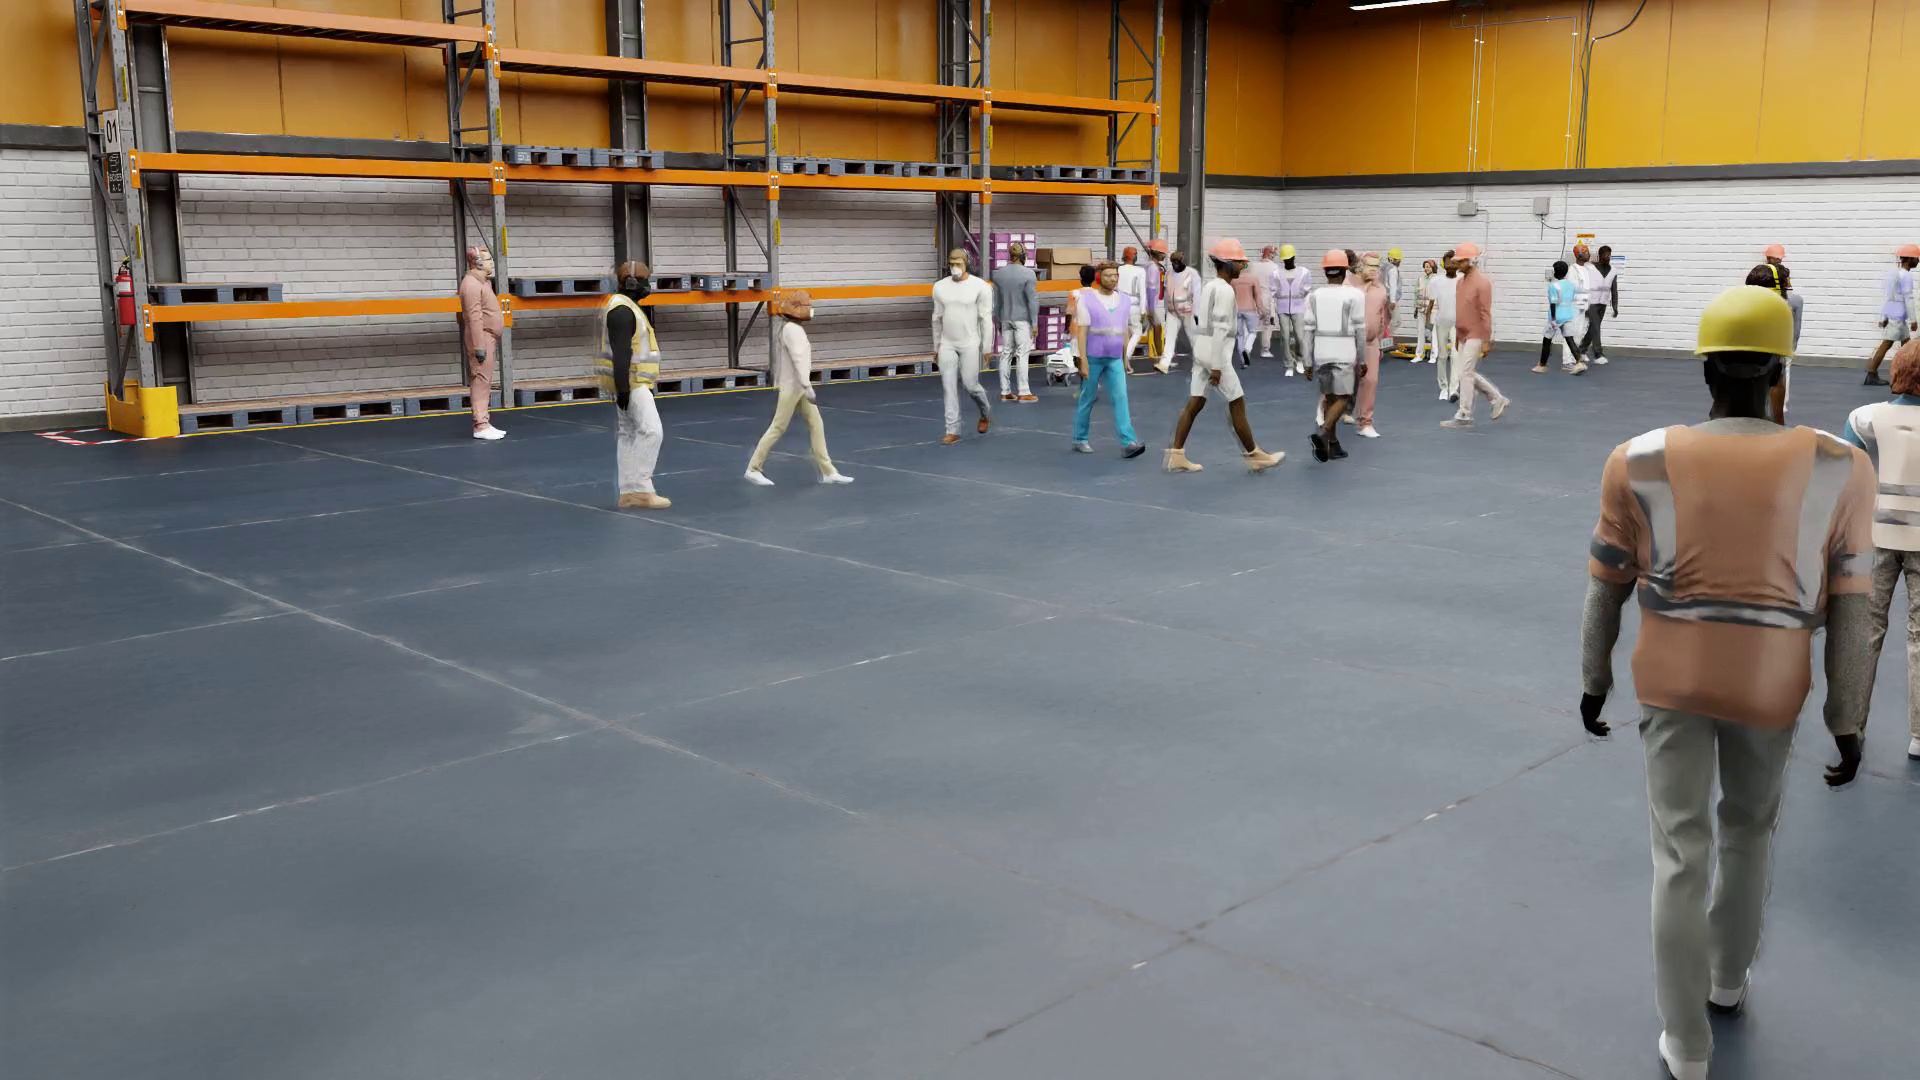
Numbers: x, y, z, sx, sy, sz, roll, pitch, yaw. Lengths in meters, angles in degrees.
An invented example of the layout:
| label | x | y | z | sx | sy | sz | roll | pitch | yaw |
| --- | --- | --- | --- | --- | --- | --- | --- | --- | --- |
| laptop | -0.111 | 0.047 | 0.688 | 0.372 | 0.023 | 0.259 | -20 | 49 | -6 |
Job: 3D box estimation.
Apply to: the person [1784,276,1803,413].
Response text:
| label | x | y | z | sx | sy | sz | roll | pitch | yaw |
| --- | --- | --- | --- | --- | --- | --- | --- | --- | --- |
| person | 9.370 | -2.272 | 19.089 | 0.495 | 1.624 | 0.308 | 4 | 11 | 22 |

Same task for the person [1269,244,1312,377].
| label | x | y | z | sx | sy | sz | roll | pitch | yaw |
| --- | --- | --- | --- | --- | --- | --- | --- | --- | --- |
| person | 4.741 | -3.287 | 23.893 | 0.615 | 1.889 | 0.452 | 2 | 11 | 12 |

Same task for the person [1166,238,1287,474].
| label | x | y | z | sx | sy | sz | roll | pitch | yaw |
| --- | --- | --- | --- | --- | --- | --- | --- | --- | --- |
| person | 2.247 | -1.542 | 14.099 | 1.047 | 1.982 | 0.630 | -2 | 11 | -9 |

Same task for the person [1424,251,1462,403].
| label | x | y | z | sx | sy | sz | roll | pitch | yaw |
| --- | --- | --- | --- | --- | --- | --- | --- | --- | --- |
| person | 5.912 | -2.573 | 20.148 | 0.559 | 1.818 | 0.953 | 3 | 11 | 14 |

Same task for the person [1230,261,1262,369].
| label | x | y | z | sx | sy | sz | roll | pitch | yaw |
| --- | --- | --- | --- | --- | --- | --- | --- | --- | --- |
| person | 4.272 | -3.437 | 25.103 | 0.586 | 1.728 | 0.534 | 3 | 11 | 18 |

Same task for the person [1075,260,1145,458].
| label | x | y | z | sx | sy | sz | roll | pitch | yaw |
| --- | --- | --- | --- | --- | --- | --- | --- | --- | --- |
| person | 1.336 | -1.646 | 15.197 | 0.595 | 1.789 | 0.985 | -5 | 11 | -24 |

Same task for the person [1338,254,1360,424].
| label | x | y | z | sx | sy | sz | roll | pitch | yaw |
| --- | --- | --- | --- | --- | --- | --- | --- | --- | --- |
| person | 4.207 | -2.141 | 17.799 | 0.542 | 1.824 | 0.394 | -1 | 10 | -8 |

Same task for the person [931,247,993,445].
| label | x | y | z | sx | sy | sz | roll | pitch | yaw |
| --- | --- | --- | --- | --- | --- | --- | --- | --- | --- |
| person | 0.044 | -1.895 | 16.244 | 0.628 | 1.914 | 0.732 | 5 | 11 | 24 |

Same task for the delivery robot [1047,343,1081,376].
| label | x | y | z | sx | sy | sz | roll | pitch | yaw |
| --- | --- | --- | --- | --- | --- | --- | --- | --- | --- |
| delivery robot | 1.459 | -2.428 | 22.582 | 0.477 | 0.478 | 0.707 | 5 | 12 | 27 |

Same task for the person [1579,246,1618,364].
| label | x | y | z | sx | sy | sz | roll | pitch | yaw |
| --- | --- | --- | --- | --- | --- | --- | --- | --- | --- |
| person | 10.128 | -3.741 | 26.475 | 0.592 | 1.864 | 1.000 | -3 | 11 | -14 |

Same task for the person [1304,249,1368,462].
| label | x | y | z | sx | sy | sz | roll | pitch | yaw |
| --- | --- | --- | --- | --- | --- | --- | --- | --- | --- |
| person | 3.290 | -1.624 | 14.802 | 0.561 | 1.907 | 0.862 | 8 | 13 | 36 |

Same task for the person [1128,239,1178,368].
| label | x | y | z | sx | sy | sz | roll | pitch | yaw |
| --- | --- | --- | --- | --- | --- | --- | --- | --- | --- |
| person | 2.800 | -3.593 | 25.342 | 1.002 | 1.989 | 0.654 | 1 | 10 | 5 |

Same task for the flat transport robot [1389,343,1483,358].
| label | x | y | z | sx | sy | sz | roll | pitch | yaw |
| --- | --- | --- | --- | --- | --- | --- | --- | --- | --- |
| flat transport robot | 7.907 | -3.139 | 27.492 | 1.431 | 0.197 | 0.652 | -2 | 11 | -13 |

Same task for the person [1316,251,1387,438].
| label | x | y | z | sx | sy | sz | roll | pitch | yaw |
| --- | --- | --- | --- | --- | --- | --- | --- | --- | --- |
| person | 3.996 | -1.992 | 16.890 | 0.666 | 1.869 | 0.834 | -3 | 11 | -16 |

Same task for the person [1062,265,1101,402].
| label | x | y | z | sx | sy | sz | roll | pitch | yaw |
| --- | --- | --- | --- | --- | --- | --- | --- | --- | --- |
| person | 1.552 | -2.499 | 20.185 | 0.535 | 1.670 | 0.751 | -6 | 12 | -28 |

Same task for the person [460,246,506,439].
| label | x | y | z | sx | sy | sz | roll | pitch | yaw |
| --- | --- | --- | --- | --- | --- | --- | --- | --- | --- |
| person | -4.748 | -1.952 | 16.602 | 0.406 | 1.920 | 0.657 | -2 | 11 | -11 |

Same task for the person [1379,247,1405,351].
| label | x | y | z | sx | sy | sz | roll | pitch | yaw |
| --- | --- | --- | --- | --- | --- | --- | --- | --- | --- |
| person | 7.449 | -4.159 | 28.835 | 0.405 | 1.809 | 0.669 | -1 | 10 | -4 |

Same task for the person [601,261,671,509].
| label | x | y | z | sx | sy | sz | roll | pitch | yaw |
| --- | --- | --- | --- | --- | --- | --- | --- | --- | --- |
| person | -2.354 | -1.141 | 12.328 | 0.573 | 1.829 | 0.662 | -1 | 10 | -7 |

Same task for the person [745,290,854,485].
| label | x | y | z | sx | sy | sz | roll | pitch | yaw |
| --- | --- | --- | --- | --- | --- | --- | --- | --- | --- |
| person | -1.350 | -1.224 | 13.458 | 0.867 | 1.588 | 0.504 | 1 | 10 | 5 |

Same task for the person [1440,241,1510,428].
| label | x | y | z | sx | sy | sz | roll | pitch | yaw |
| --- | --- | --- | --- | --- | --- | --- | --- | --- | --- |
| person | 5.480 | -2.161 | 17.551 | 0.731 | 1.964 | 0.665 | -1 | 10 | -8 |

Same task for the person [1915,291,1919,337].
| label | x | y | z | sx | sy | sz | roll | pitch | yaw |
| --- | --- | --- | --- | --- | --- | --- | --- | --- | --- |
| person | 13.870 | -3.183 | 23.537 | 0.591 | 1.803 | 0.755 | -9 | 14 | -41 |

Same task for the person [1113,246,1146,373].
| label | x | y | z | sx | sy | sz | roll | pitch | yaw |
| --- | --- | --- | --- | --- | --- | --- | --- | --- | --- |
| person | 2.436 | -3.346 | 24.259 | 0.601 | 1.865 | 0.465 | 6 | 12 | 31 |

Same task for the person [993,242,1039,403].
| label | x | y | z | sx | sy | sz | roll | pitch | yaw |
| --- | --- | --- | --- | --- | --- | --- | --- | --- | --- |
| person | 0.691 | -2.631 | 20.170 | 0.636 | 1.939 | 0.363 | 8 | 13 | 38 |

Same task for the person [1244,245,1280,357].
| label | x | y | z | sx | sy | sz | roll | pitch | yaw |
| --- | --- | --- | --- | --- | --- | --- | --- | --- | --- |
| person | 4.970 | -3.924 | 27.435 | 0.657 | 1.872 | 0.764 | 9 | 14 | 41 |

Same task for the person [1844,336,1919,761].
| label | x | y | z | sx | sy | sz | roll | pitch | yaw |
| --- | --- | --- | --- | --- | --- | --- | --- | --- | --- |
| person | 3.672 | 0.033 | 6.456 | 0.513 | 1.642 | 0.311 | 9 | 14 | 42 |

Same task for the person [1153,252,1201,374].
| label | x | y | z | sx | sy | sz | roll | pitch | yaw |
| --- | --- | --- | --- | --- | --- | --- | --- | --- | --- |
| person | 3.242 | -3.332 | 24.436 | 0.698 | 1.779 | 0.988 | 8 | 13 | 38 |

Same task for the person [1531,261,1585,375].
| label | x | y | z | sx | sy | sz | roll | pitch | yaw |
| --- | --- | --- | --- | --- | --- | --- | --- | --- | --- |
| person | 8.751 | -3.218 | 24.138 | 0.531 | 1.659 | 0.869 | -5 | 11 | -25 |

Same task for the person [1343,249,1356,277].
| label | x | y | z | sx | sy | sz | roll | pitch | yaw |
| --- | --- | --- | --- | --- | --- | --- | --- | --- | --- |
| person | 5.065 | -2.922 | 22.058 | 0.530 | 1.823 | 0.888 | -2 | 11 | -11 |

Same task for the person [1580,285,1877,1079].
| label | x | y | z | sx | sy | sz | roll | pitch | yaw |
| --- | --- | --- | --- | --- | --- | --- | --- | --- | --- |
| person | 1.867 | 0.329 | 4.129 | 0.620 | 1.893 | 0.853 | 4 | 11 | 19 |

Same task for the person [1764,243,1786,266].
| label | x | y | z | sx | sy | sz | roll | pitch | yaw |
| --- | --- | --- | --- | --- | --- | --- | --- | --- | --- |
| person | 10.728 | -2.998 | 22.237 | 0.568 | 1.920 | 0.730 | -2 | 11 | -10 |

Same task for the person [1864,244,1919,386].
| label | x | y | z | sx | sy | sz | roll | pitch | yaw |
| --- | --- | --- | --- | --- | --- | --- | --- | --- | --- |
| person | 12.704 | -2.998 | 22.286 | 0.969 | 1.887 | 0.573 | 3 | 11 | 16 |

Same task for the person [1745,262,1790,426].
| label | x | y | z | sx | sy | sz | roll | pitch | yaw |
| --- | --- | --- | --- | --- | --- | --- | --- | --- | --- |
| person | 4.485 | -0.616 | 9.368 | 0.329 | 1.872 | 0.507 | -2 | 11 | -11 |

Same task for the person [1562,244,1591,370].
| label | x | y | z | sx | sy | sz | roll | pitch | yaw |
| --- | --- | --- | --- | --- | --- | --- | --- | --- | --- |
| person | 9.290 | -3.493 | 25.018 | 0.346 | 1.883 | 0.584 | 9 | 14 | 42 |

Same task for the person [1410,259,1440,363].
| label | x | y | z | sx | sy | sz | roll | pitch | yaw |
| --- | --- | --- | --- | --- | --- | --- | --- | --- | --- |
| person | 7.433 | -3.621 | 26.378 | 0.315 | 1.641 | 0.515 | -10 | 14 | -44 |

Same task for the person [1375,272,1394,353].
| label | x | y | z | sx | sy | sz | roll | pitch | yaw |
| --- | --- | --- | --- | --- | --- | --- | --- | --- | --- |
| person | 7.080 | -4.083 | 28.686 | 0.896 | 1.717 | 0.521 | 7 | 13 | 35 |
